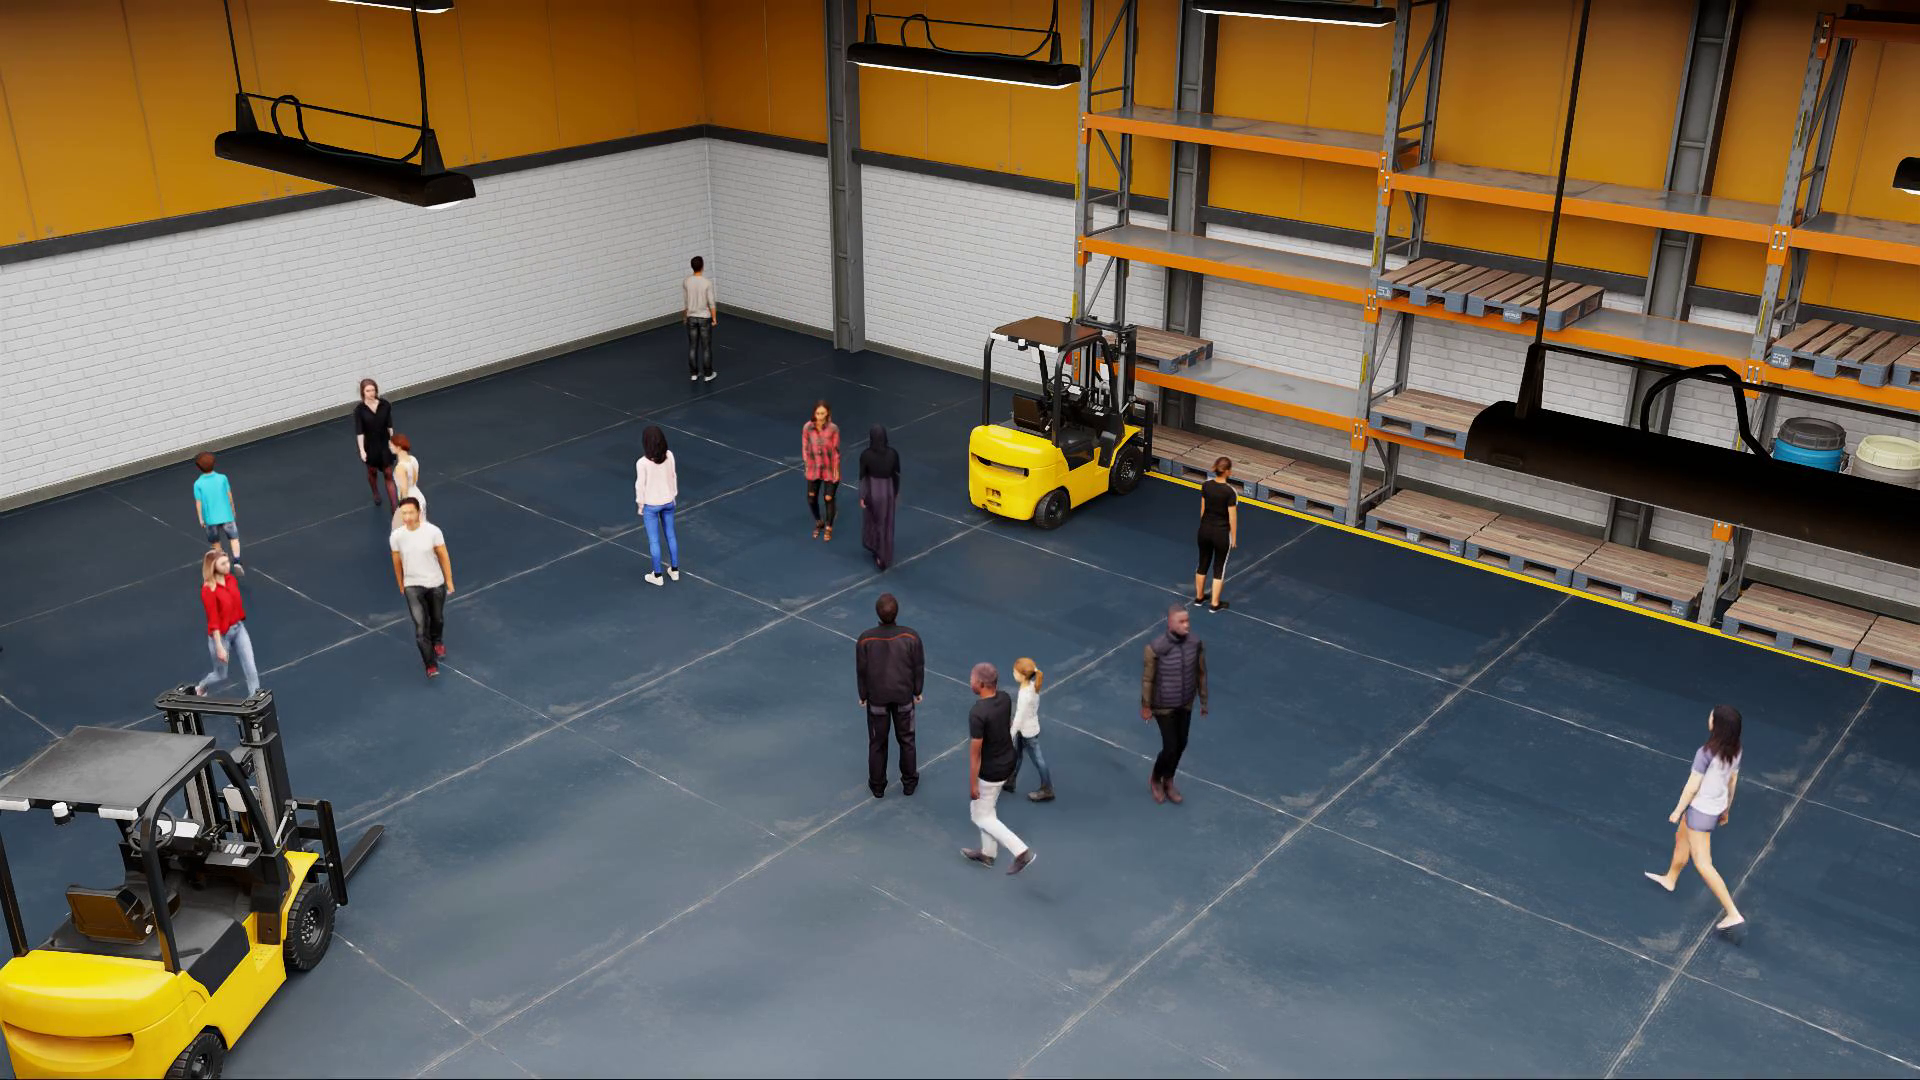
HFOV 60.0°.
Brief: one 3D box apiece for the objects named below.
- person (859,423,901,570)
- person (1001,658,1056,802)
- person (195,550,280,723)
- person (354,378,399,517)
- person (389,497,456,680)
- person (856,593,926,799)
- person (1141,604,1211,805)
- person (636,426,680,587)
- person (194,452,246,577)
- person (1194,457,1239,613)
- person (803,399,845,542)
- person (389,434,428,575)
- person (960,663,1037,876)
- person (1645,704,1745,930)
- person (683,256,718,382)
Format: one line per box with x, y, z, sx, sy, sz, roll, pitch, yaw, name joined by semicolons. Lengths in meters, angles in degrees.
-0.865;-0.468;18.048;1.019;1.610;1.068;-1;24;-2;person
0.638;1.586;13.740;0.860;1.297;0.725;2;24;5;person
-6.621;0.876;14.884;1.168;1.681;0.893;7;25;15;person
-6.832;-1.080;19.399;0.837;1.649;1.171;-14;27;-28;person
-5.115;0.395;15.901;1.016;1.749;1.243;-10;25;-21;person
-0.577;1.286;13.753;0.777;1.837;0.835;-2;24;-5;person
1.714;1.318;13.698;0.810;1.821;0.802;-12;26;-25;person
-3.196;-0.375;17.635;0.680;1.770;0.605;-18;29;-36;person
-7.904;-0.249;17.755;0.657;1.443;0.813;-14;27;-30;person
2.615;-0.069;17.064;0.462;1.667;0.652;20;31;38;person
-1.512;-0.807;18.728;0.706;1.686;0.791;4;24;10;person
-5.782;-0.355;17.765;0.731;1.630;0.689;4;24;10;person
0.300;1.789;12.670;0.983;1.783;0.777;16;28;32;person
5.526;2.040;12.197;0.818;1.701;1.176;-15;28;-30;person
-3.774;-3.206;24.064;0.634;1.808;0.767;5;24;11;person
